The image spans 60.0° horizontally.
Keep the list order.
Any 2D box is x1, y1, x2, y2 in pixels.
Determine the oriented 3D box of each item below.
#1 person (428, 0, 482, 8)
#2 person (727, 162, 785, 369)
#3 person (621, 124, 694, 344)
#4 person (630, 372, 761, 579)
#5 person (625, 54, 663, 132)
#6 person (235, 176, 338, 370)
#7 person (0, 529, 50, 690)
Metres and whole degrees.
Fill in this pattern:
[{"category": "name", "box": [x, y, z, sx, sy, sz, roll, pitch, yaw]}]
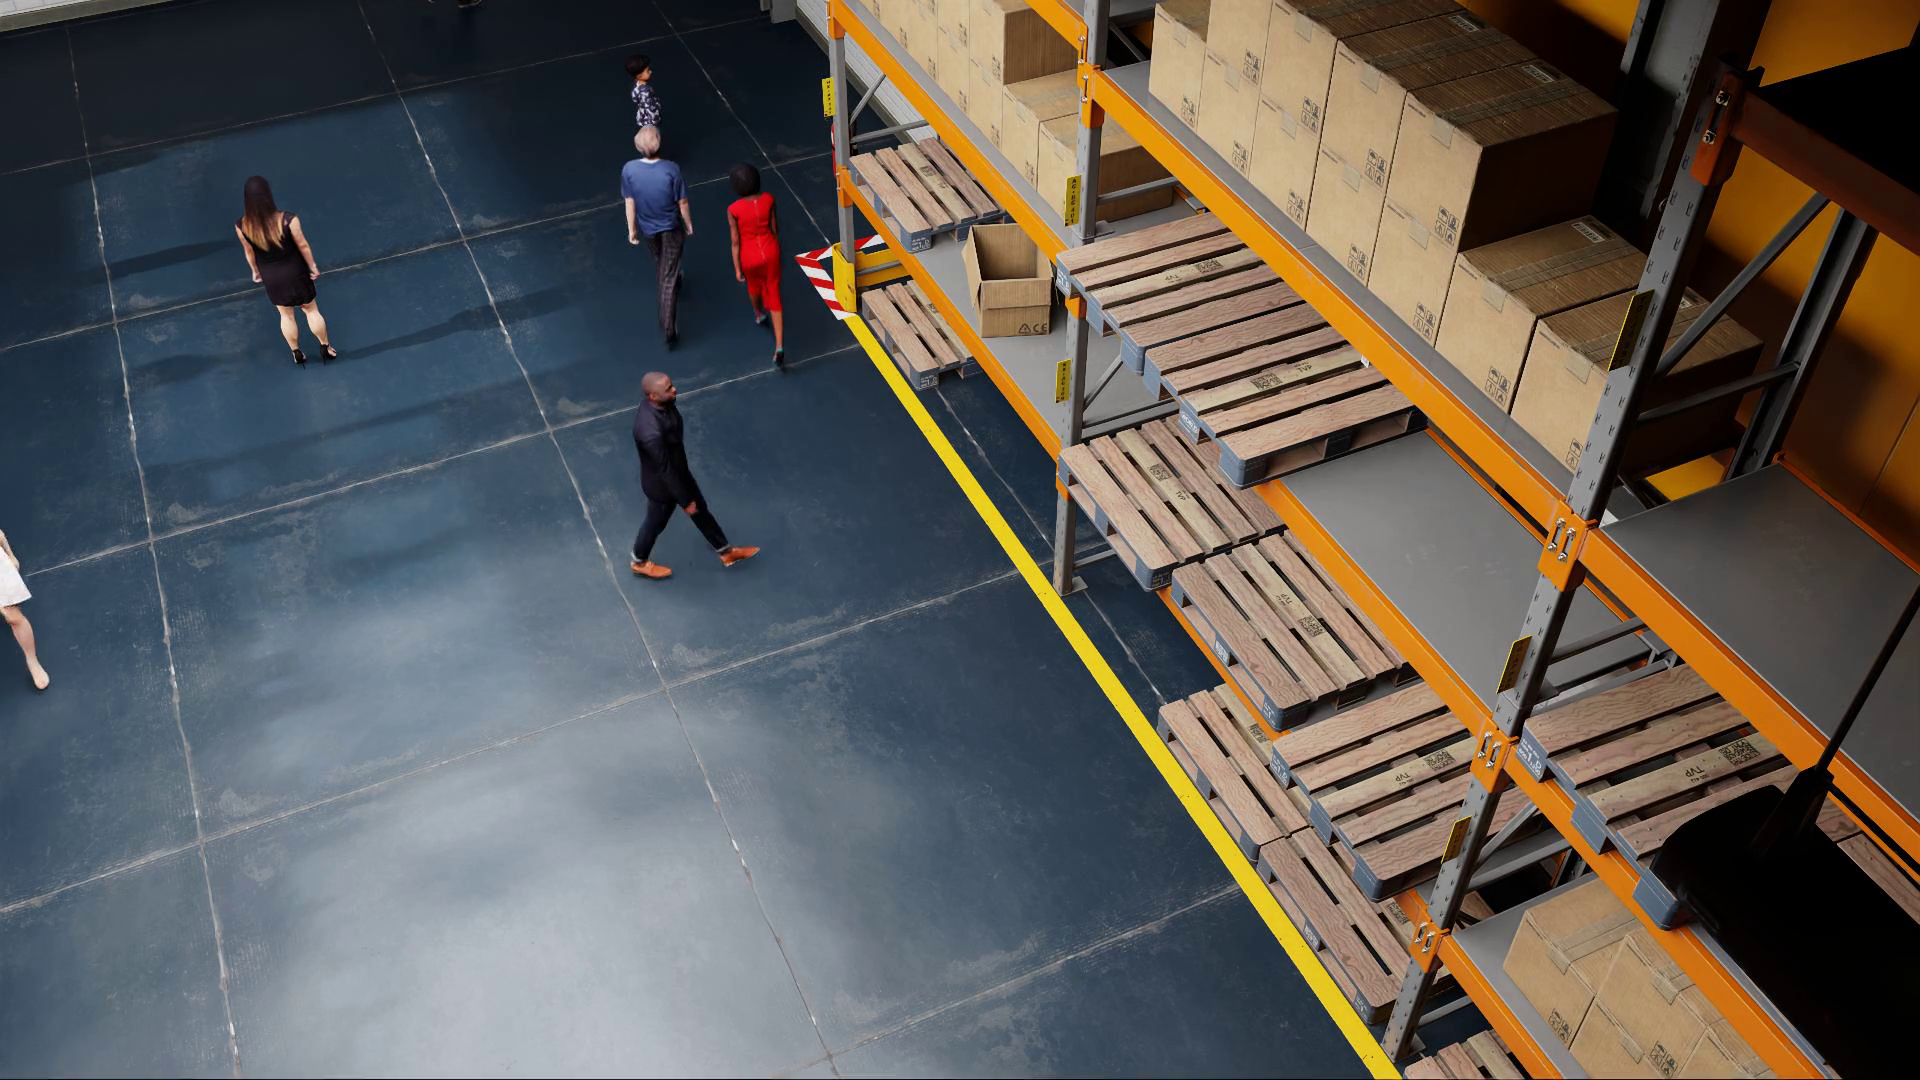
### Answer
[{"category": "person", "box": [-5.657, -6.554, 17.886, 0.767, 1.776, 0.872, -22, 48, -22]}, {"category": "person", "box": [-1.567, -2.174, 13.348, 0.610, 1.693, 1.067, -17, 46, -17]}, {"category": "person", "box": [-2.443, -2.460, 13.561, 1.073, 1.815, 1.315, 3, 44, 3]}, {"category": "person", "box": [-2.103, -0.392, 11.423, 1.152, 1.770, 1.210, 5, 44, 5]}, {"category": "person", "box": [-2.908, -3.948, 15.531, 0.580, 1.251, 0.478, -11, 45, -12]}, {"category": "person", "box": [-5.384, -2.119, 13.275, 0.718, 1.716, 0.673, -8, 44, -9]}, {"category": "person", "box": [-6.393, 0.165, 10.853, 0.699, 1.749, 1.122, -24, 48, -23]}]
